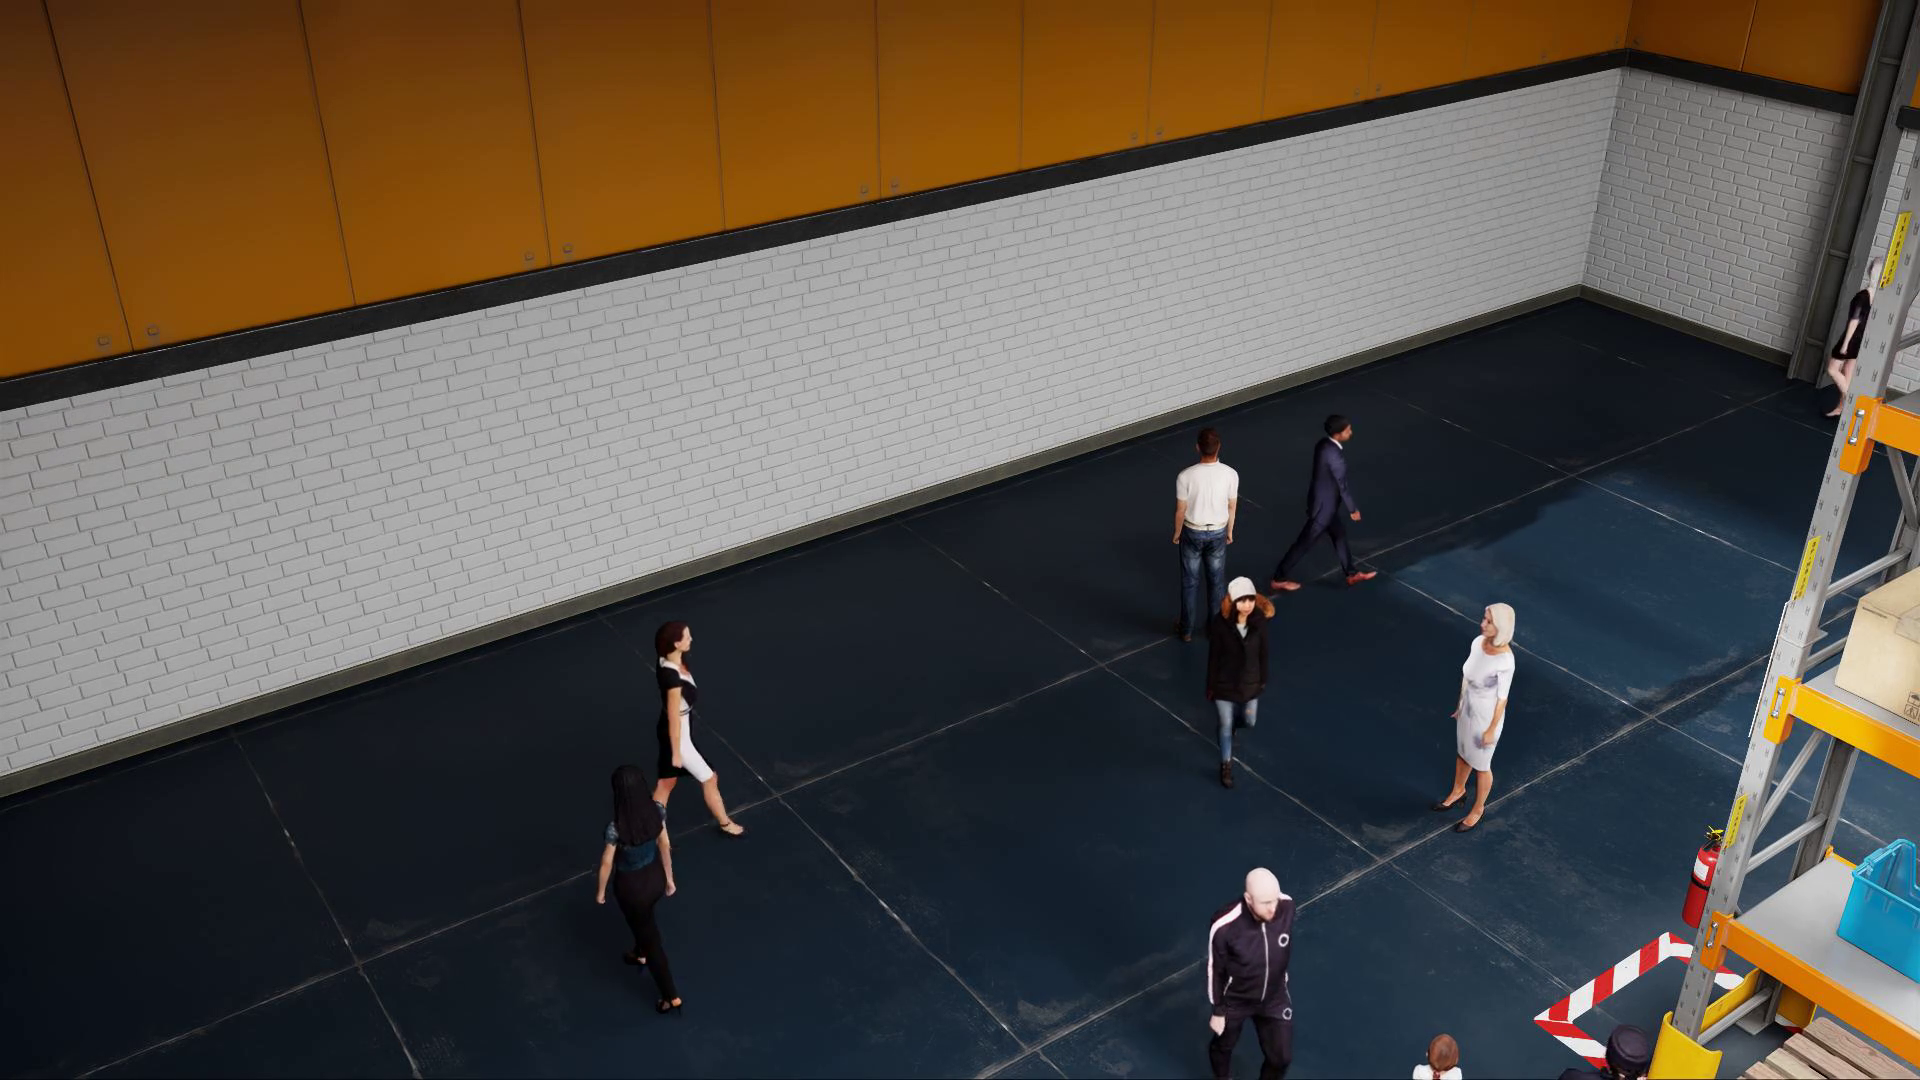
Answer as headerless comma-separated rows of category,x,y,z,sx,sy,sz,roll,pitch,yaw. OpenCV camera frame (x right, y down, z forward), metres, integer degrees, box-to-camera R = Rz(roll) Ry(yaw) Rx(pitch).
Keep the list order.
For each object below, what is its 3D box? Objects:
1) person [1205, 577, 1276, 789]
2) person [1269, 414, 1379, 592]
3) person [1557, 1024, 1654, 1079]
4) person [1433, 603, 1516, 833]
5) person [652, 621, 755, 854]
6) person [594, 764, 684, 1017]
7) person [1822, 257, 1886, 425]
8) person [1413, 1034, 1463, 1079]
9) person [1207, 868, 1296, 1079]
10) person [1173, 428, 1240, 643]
person,1.945,0.956,11.830,0.819,1.623,0.915,-2,29,-4
person,2.970,-0.244,13.993,1.132,1.658,1.184,-1,29,-3
person,2.987,3.083,7.921,1.128,1.632,1.135,8,30,14
person,3.532,1.183,11.280,0.667,1.752,0.517,-10,30,-18
person,-1.943,1.351,10.950,0.815,1.771,0.963,-10,30,-18
person,-1.795,2.084,9.663,0.929,1.717,0.702,21,35,34
person,9.248,-1.991,17.029,0.661,1.817,0.774,-13,31,-22
person,2.474,2.987,8.737,0.486,1.019,0.536,1,29,2
person,1.504,2.394,9.001,0.825,1.807,0.871,-9,30,-16
person,1.966,-0.033,13.405,0.750,1.851,0.755,-2,29,-4
